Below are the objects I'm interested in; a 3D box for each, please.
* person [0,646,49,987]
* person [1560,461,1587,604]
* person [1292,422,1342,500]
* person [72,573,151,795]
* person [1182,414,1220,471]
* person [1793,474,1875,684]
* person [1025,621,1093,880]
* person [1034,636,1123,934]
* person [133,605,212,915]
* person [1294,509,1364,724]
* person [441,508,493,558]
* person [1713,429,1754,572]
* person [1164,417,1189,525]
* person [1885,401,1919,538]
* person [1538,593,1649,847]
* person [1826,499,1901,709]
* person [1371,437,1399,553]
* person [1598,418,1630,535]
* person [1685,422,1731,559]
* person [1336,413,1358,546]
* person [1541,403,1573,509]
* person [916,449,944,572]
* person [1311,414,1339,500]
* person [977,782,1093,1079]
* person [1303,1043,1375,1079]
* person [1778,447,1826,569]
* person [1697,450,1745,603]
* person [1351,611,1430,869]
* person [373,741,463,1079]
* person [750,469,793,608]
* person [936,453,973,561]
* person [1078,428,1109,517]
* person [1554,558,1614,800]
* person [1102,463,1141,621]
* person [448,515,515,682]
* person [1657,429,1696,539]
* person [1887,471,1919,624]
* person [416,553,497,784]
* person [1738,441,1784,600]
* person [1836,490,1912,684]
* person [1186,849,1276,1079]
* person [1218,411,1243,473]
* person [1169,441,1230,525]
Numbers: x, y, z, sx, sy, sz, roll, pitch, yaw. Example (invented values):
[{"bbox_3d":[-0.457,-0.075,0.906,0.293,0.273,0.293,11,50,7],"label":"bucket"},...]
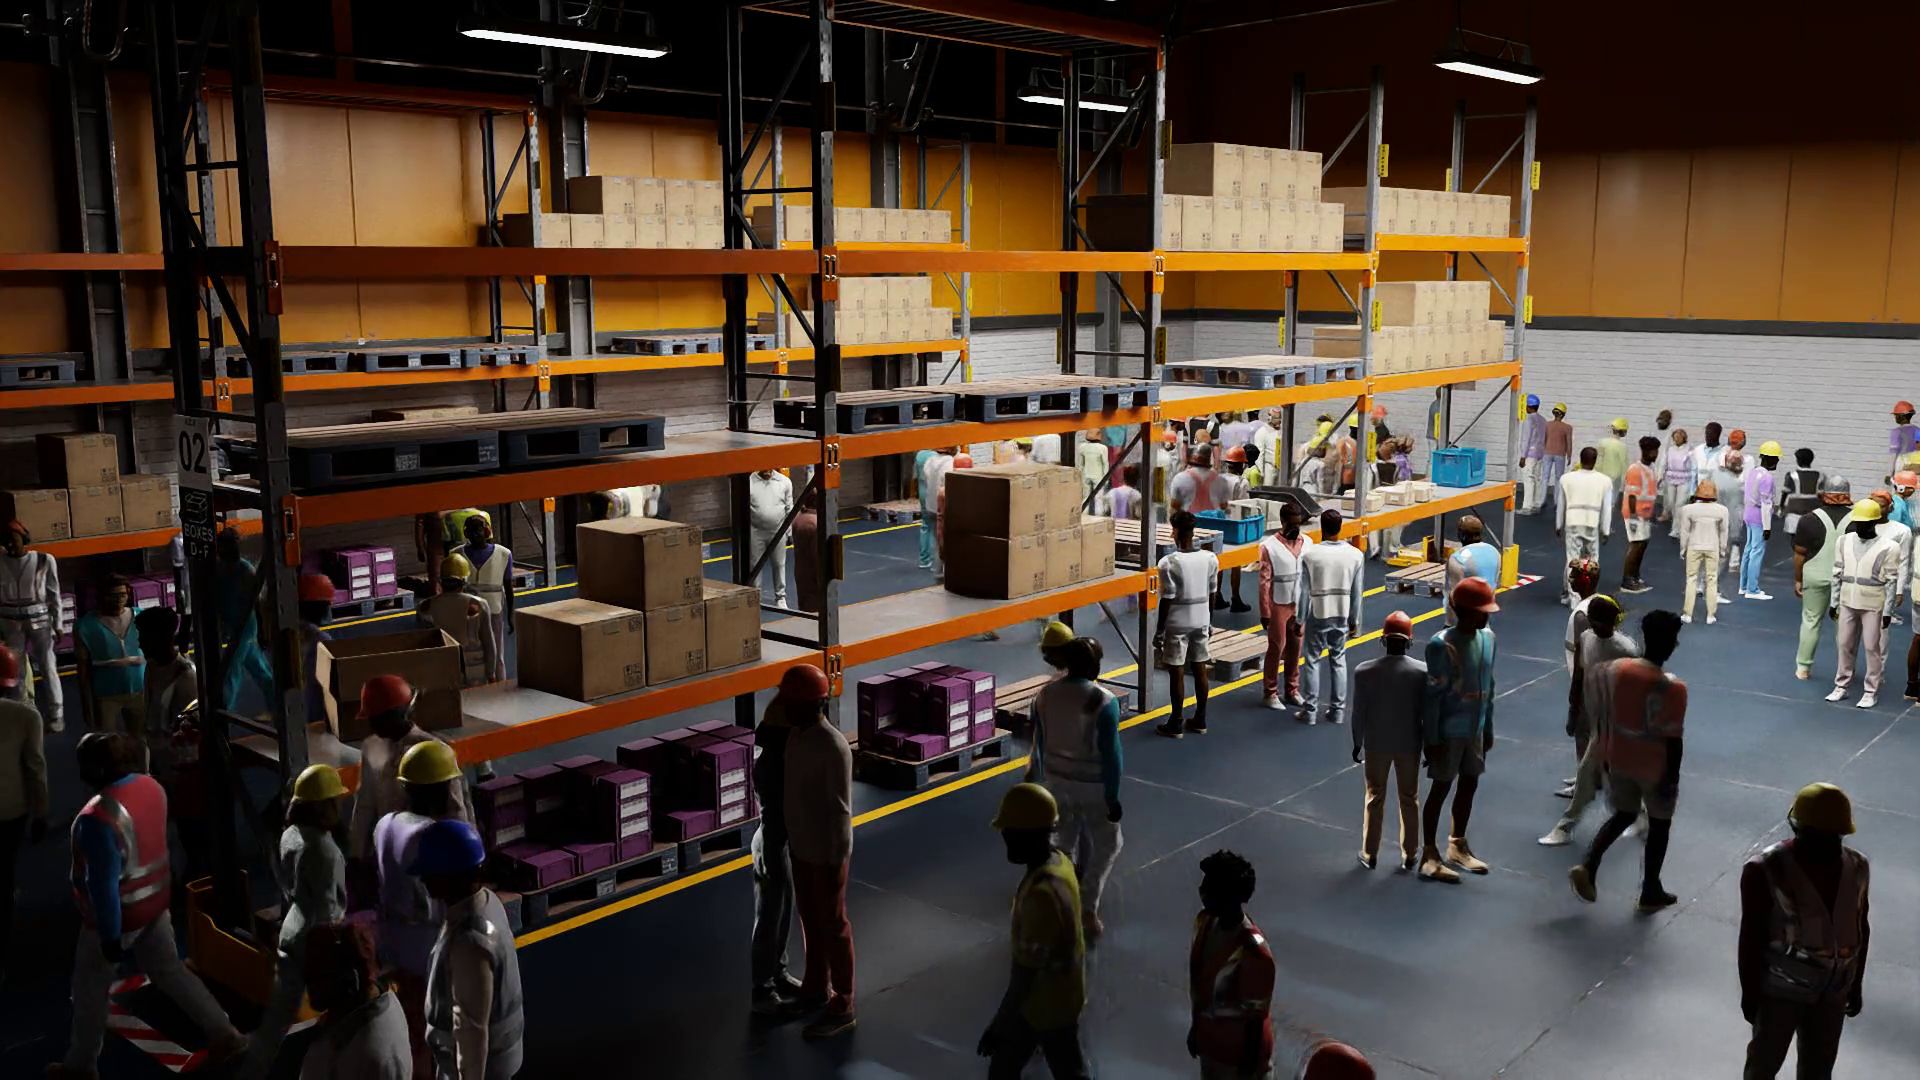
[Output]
[{"bbox_3d":[-5.497,1.525,9.448,0.636,1.952,0.684,-2,10,-12],"label":"person"},{"bbox_3d":[7.346,-0.092,19.756,0.319,1.732,0.494,4,10,23],"label":"person"},{"bbox_3d":[4.907,-0.698,22.912,0.674,1.881,0.489,0,10,-2],"label":"person"},{"bbox_3d":[-6.140,1.136,12.139,0.386,1.834,0.561,9,13,42],"label":"person"},{"bbox_3d":[3.697,-1.191,25.449,0.612,2.029,0.407,6,11,31],"label":"person"},{"bbox_3d":[8.455,0.361,16.131,0.681,2.000,0.535,5,11,28],"label":"person"},{"bbox_3d":[0.646,1.401,10.767,0.373,1.754,0.583,6,11,32],"label":"person"},{"bbox_3d":[0.725,1.490,10.006,0.672,1.834,0.436,9,13,44],"label":"person"},{"bbox_3d":[-4.909,1.361,10.421,0.607,1.956,0.394,9,13,43],"label":"person"},{"bbox_3d":[3.246,0.680,14.635,0.600,1.908,0.396,-2,10,-12],"label":"person"},{"bbox_3d":[-5.307,0.227,17.954,0.537,1.696,0.318,-3,10,-15],"label":"person"},{"bbox_3d":[10.149,-0.518,21.887,0.342,1.878,0.579,-5,11,-29],"label":"person"},{"bbox_3d":[3.138,-0.953,24.328,0.389,1.925,0.549,0,10,1],"label":"person"},{"bbox_3d":[13.810,-1.023,24.435,0.604,2.034,0.419,-5,11,-27],"label":"person"},{"bbox_3d":[4.530,1.235,11.602,0.953,1.813,0.543,-3,10,-16],"label":"person"},{"bbox_3d":[8.248,0.576,15.221,0.391,1.920,0.587,-6,11,-33],"label":"person"},{"bbox_3d":[5.978,-0.624,23.235,0.516,1.631,0.330,1,10,8],"label":"person"},{"bbox_3d":[9.753,-0.940,24.768,0.466,1.749,0.538,-2,10,-13],"label":"person"},{"bbox_3d":[10.178,-0.646,22.508,0.372,1.916,0.596,-6,11,-30],"label":"person"},{"bbox_3d":[5.615,-0.862,23.809,0.587,1.917,0.401,-7,12,-38],"label":"person"},{"bbox_3d":[9.824,-1.387,27.425,0.534,1.757,0.336,7,12,37],"label":"person"},{"bbox_3d":[-0.321,-0.526,21.871,0.396,1.899,0.666,-5,11,-27],"label":"person"},{"bbox_3d":[5.396,-0.954,24.635,0.620,1.825,0.527,-6,11,-33],"label":"person"},{"bbox_3d":[0.339,1.958,7.121,1.014,1.871,0.594,0,10,1],"label":"person"},{"bbox_3d":[1.214,2.353,5.271,0.667,1.688,0.909,-5,11,-28],"label":"person"},{"bbox_3d":[10.949,-0.364,21.565,0.539,1.676,0.693,0,10,0],"label":"person"},{"bbox_3d":[9.094,-0.155,19.769,0.412,1.867,0.743,1,10,8],"label":"person"},{"bbox_3d":[2.901,1.339,11.147,0.563,1.751,0.329,1,10,7],"label":"person"},{"bbox_3d":[-2.393,1.852,7.603,0.621,1.909,0.456,7,12,35],"label":"person"},{"bbox_3d":[-2.242,-0.094,19.276,0.644,1.900,0.399,-2,10,-12],"label":"person"},{"bbox_3d":[0.045,0.030,18.279,0.615,1.987,0.408,0,10,-1],"label":"person"},{"bbox_3d":[1.999,-0.902,24.873,0.501,1.636,0.277,5,11,28],"label":"person"},{"bbox_3d":[4.778,1.051,12.634,0.392,1.836,0.561,6,11,32],"label":"person"},{"bbox_3d":[1.850,0.021,18.955,0.582,1.793,0.989,6,11,30],"label":"person"},{"bbox_3d":[-4.262,0.675,14.835,0.571,1.843,0.372,-2,10,-9],"label":"person"},{"bbox_3d":[10.490,-0.814,24.422,0.798,1.600,0.548,-9,13,-44],"label":"person"},{"bbox_3d":[10.550,0.080,18.716,0.352,1.738,0.573,5,11,29],"label":"person"},{"bbox_3d":[-3.871,1.011,12.867,0.586,1.833,0.403,-1,10,-3],"label":"person"},{"bbox_3d":[9.673,-0.239,20.071,0.396,1.920,0.585,1,10,9],"label":"person"},{"bbox_3d":[8.826,0.448,16.084,0.574,1.882,0.356,8,12,38],"label":"person"},{"bbox_3d":[1.115,2.091,6.869,0.322,1.693,0.532,-3,10,-16],"label":"person"},{"bbox_3d":[4.256,-1.238,26.376,0.728,1.798,0.537,-5,11,-29],"label":"person"},{"bbox_3d":[2.765,-0.159,19.233,0.713,2.000,0.577,0,10,-2],"label":"person"}]
